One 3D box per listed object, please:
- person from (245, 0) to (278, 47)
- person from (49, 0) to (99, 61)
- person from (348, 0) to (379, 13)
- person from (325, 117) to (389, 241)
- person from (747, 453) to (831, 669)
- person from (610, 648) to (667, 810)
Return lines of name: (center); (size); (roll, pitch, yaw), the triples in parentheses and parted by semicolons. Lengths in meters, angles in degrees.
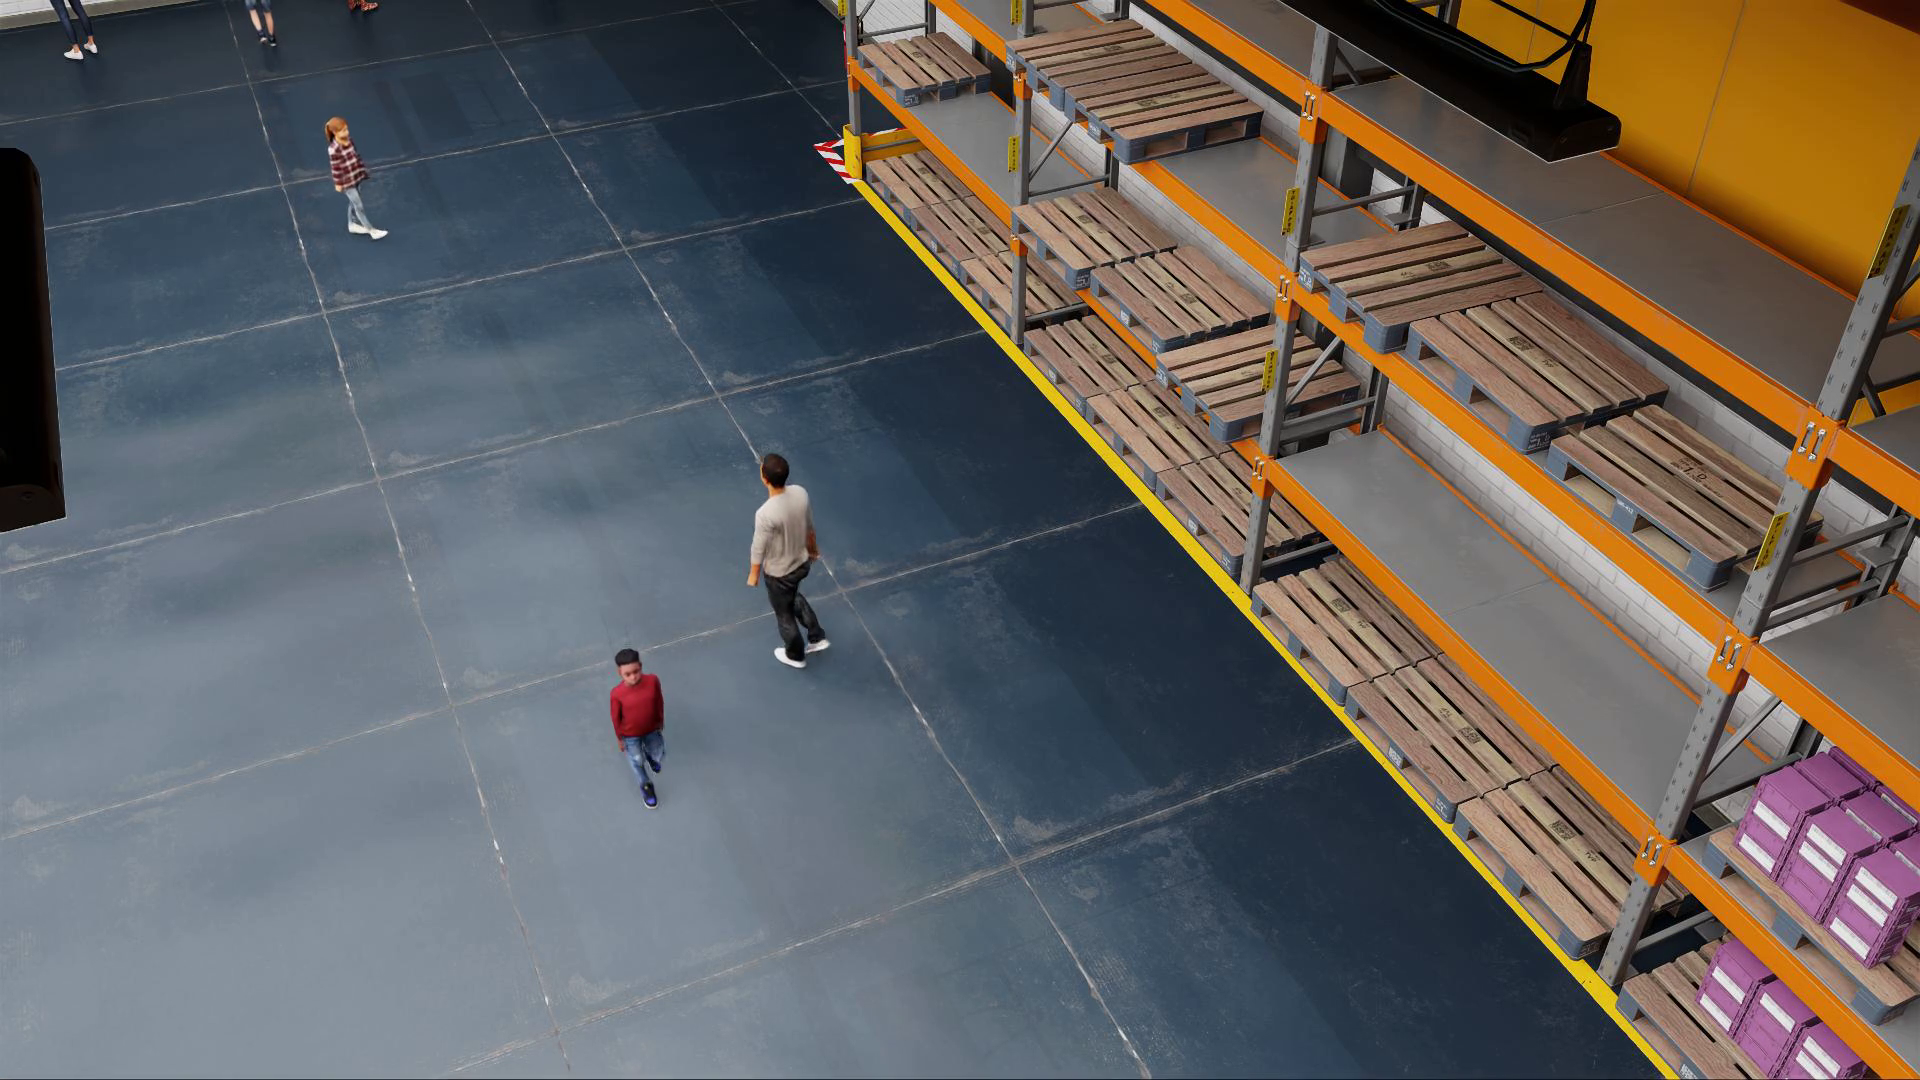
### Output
person: (-8.833, -6.892, 20.838); (0.546, 1.438, 0.531); (-14, 41, -17)
person: (-11.092, -6.852, 20.492); (0.698, 1.808, 0.672); (18, 42, 21)
person: (-8.024, -7.781, 21.726); (0.647, 1.719, 0.727); (16, 41, 19)
person: (-6.271, -3.695, 16.955); (0.847, 1.289, 0.800); (11, 40, 13)
person: (-1.134, 0.207, 11.661); (0.874, 1.797, 0.832); (21, 43, 24)
person: (-2.115, 1.182, 10.882); (0.497, 1.246, 0.628); (-17, 42, -20)
